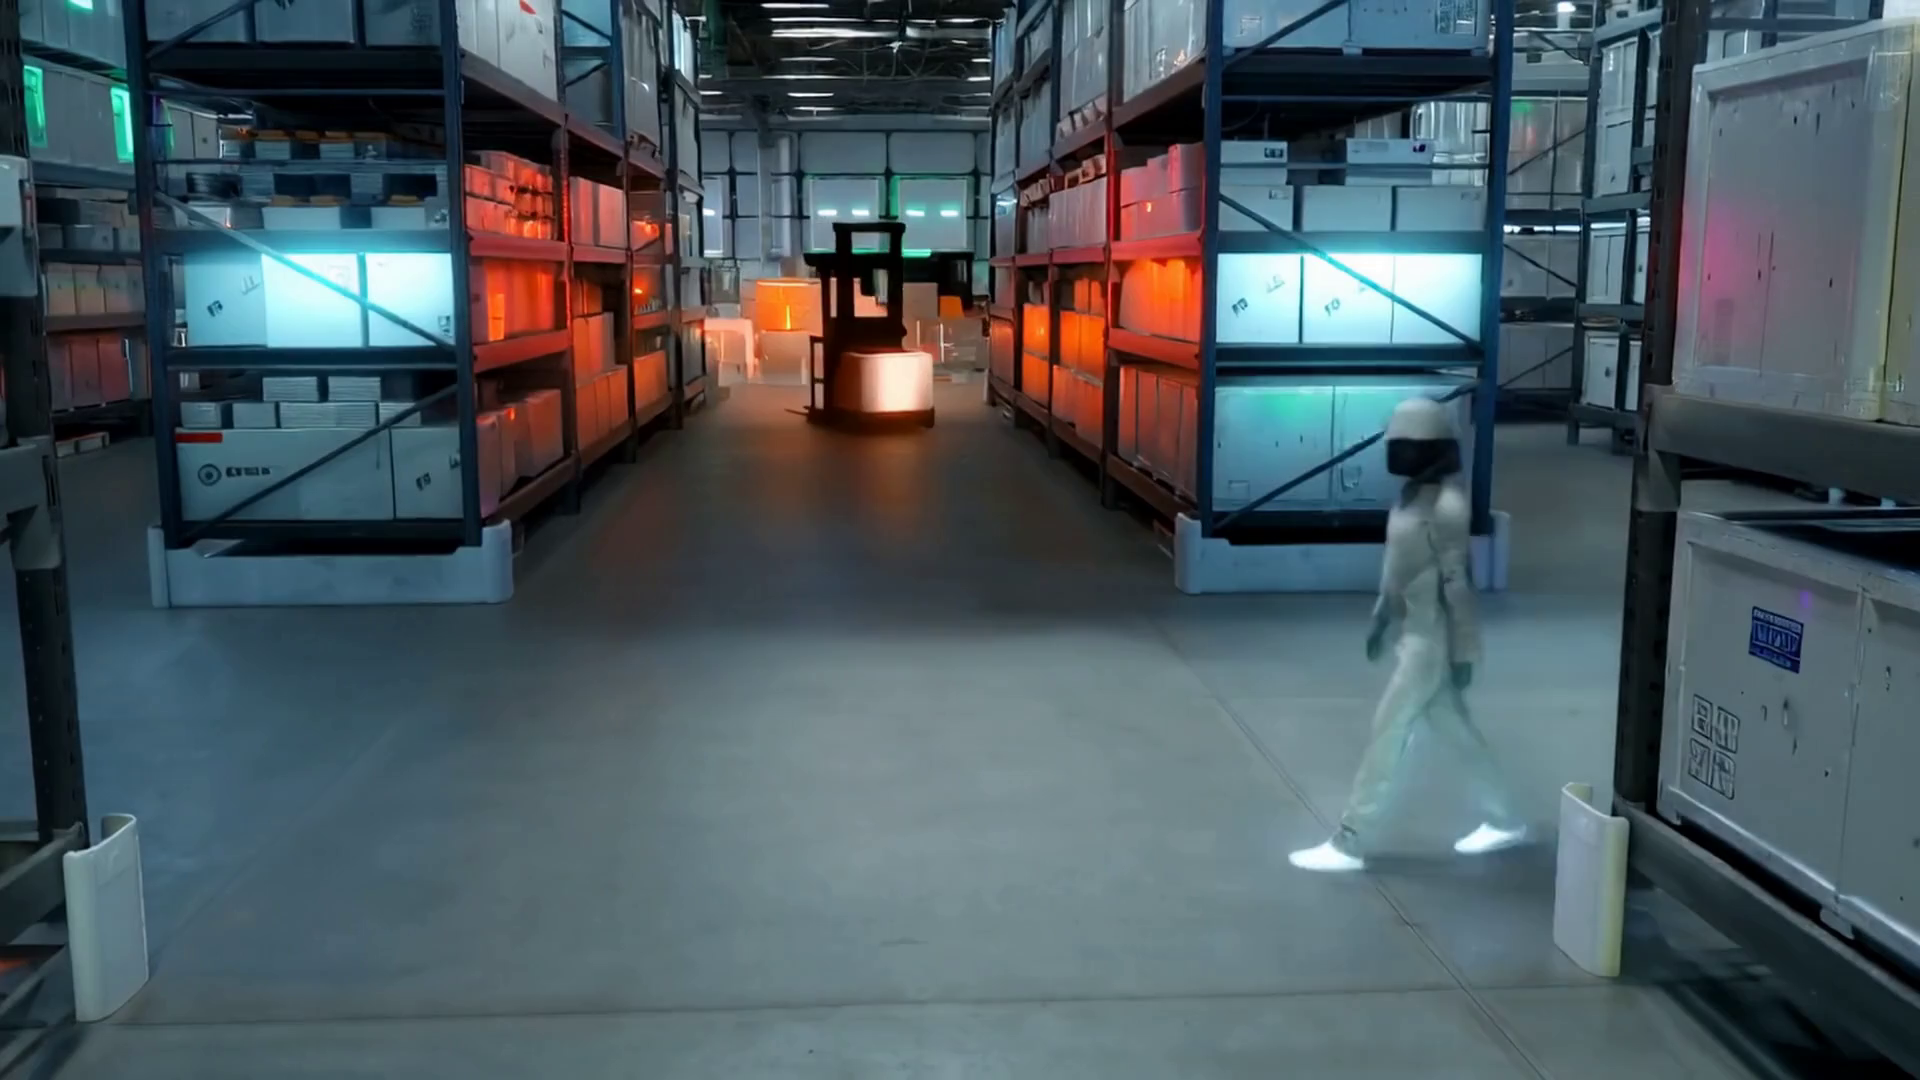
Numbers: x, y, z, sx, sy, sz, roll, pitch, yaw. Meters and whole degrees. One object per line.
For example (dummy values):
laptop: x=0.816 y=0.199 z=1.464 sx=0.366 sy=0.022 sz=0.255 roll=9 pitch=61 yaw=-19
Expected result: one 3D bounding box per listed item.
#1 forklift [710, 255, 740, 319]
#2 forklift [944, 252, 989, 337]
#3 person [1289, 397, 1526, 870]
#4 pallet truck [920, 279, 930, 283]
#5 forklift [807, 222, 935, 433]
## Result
forklift: x=-8.364 y=-8.712 z=59.035 sx=1.129 sy=2.768 sz=1.873 roll=-1 pitch=9 yaw=-4
forklift: x=-0.009 y=-7.506 z=51.459 sx=1.129 sy=2.768 sz=1.873 roll=-5 pitch=10 yaw=-30
person: x=1.667 y=0.334 z=5.947 sx=0.911 sy=1.696 sz=0.503 roll=-1 pitch=9 yaw=-5
pallet truck: x=-0.932 y=-8.922 z=63.114 sx=1.885 sy=1.965 sz=0.823 roll=2 pitch=9 yaw=13
forklift: x=-1.216 y=-2.922 z=22.680 sx=1.129 sy=2.768 sz=1.873 roll=-5 pitch=10 yaw=-29
